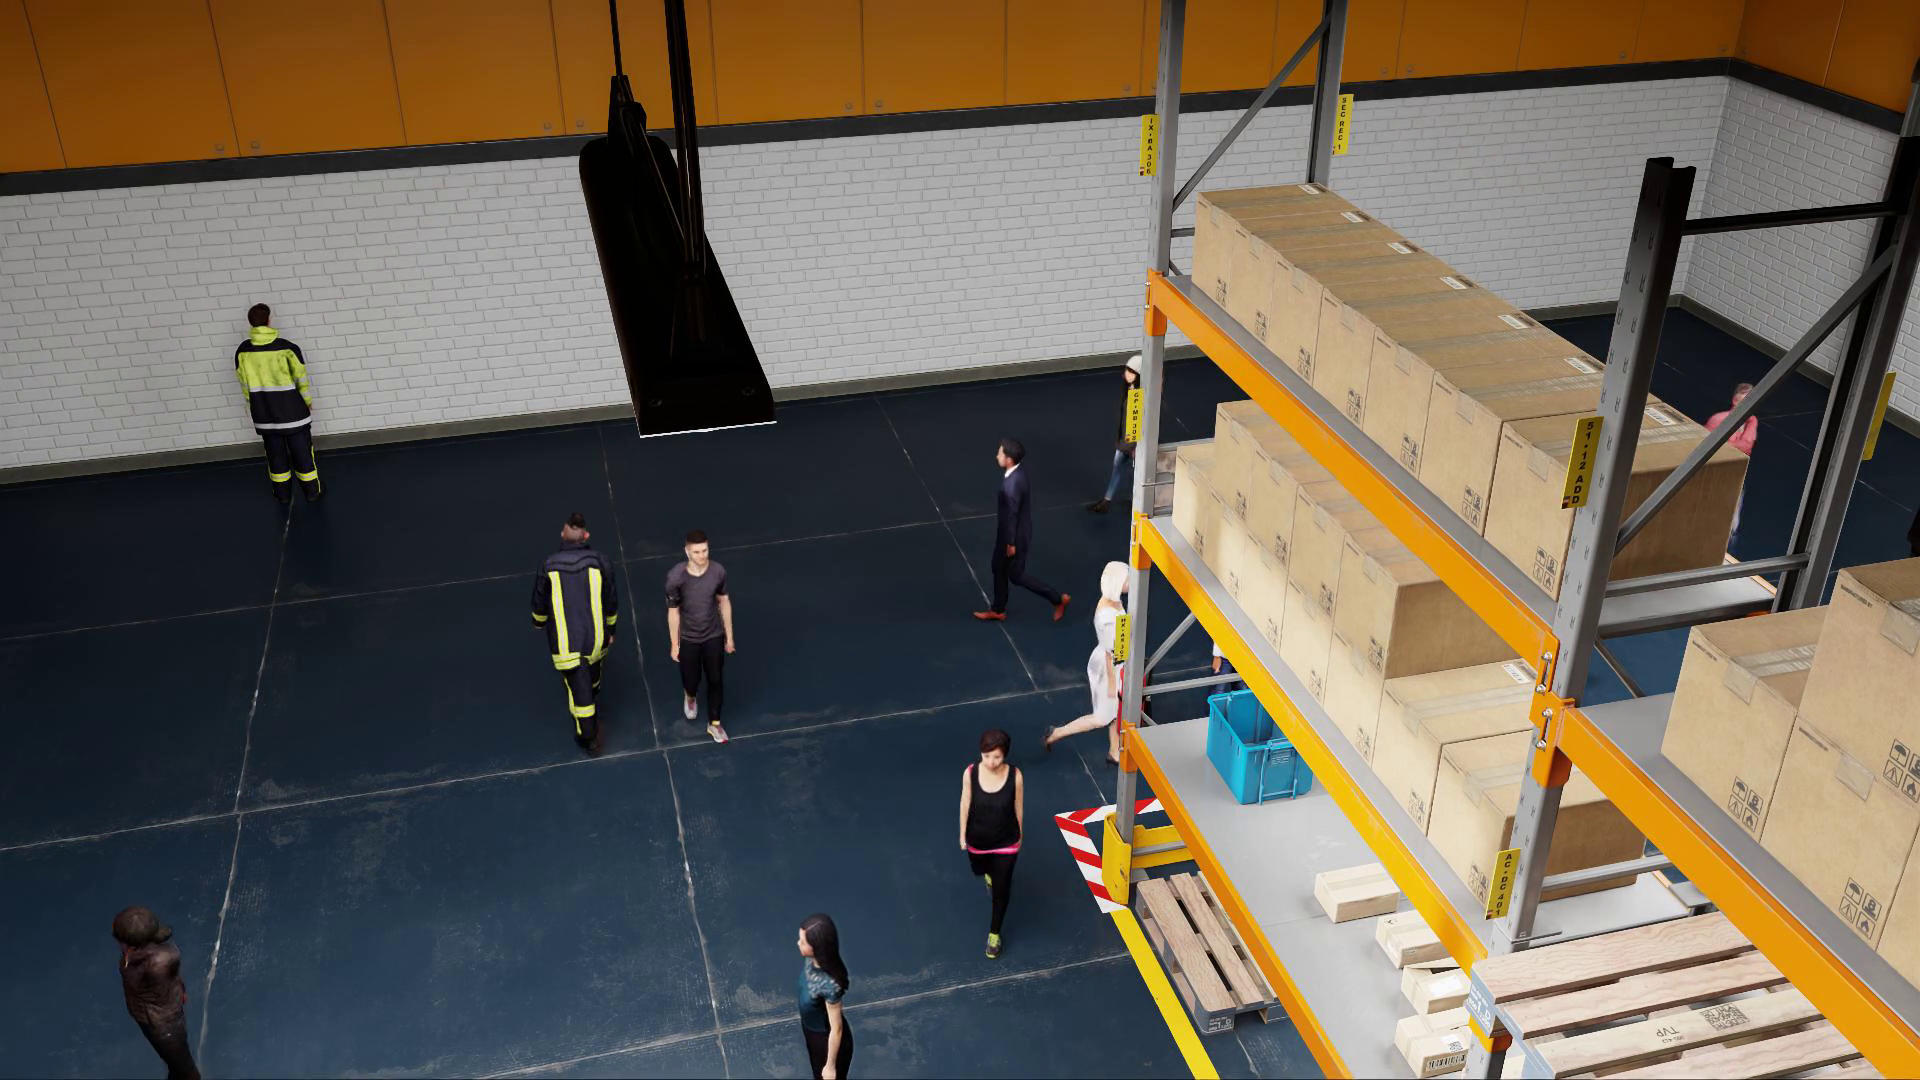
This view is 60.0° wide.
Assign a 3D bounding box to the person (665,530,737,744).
[{"bbox_3d":[-1.956,0.677,12.351,0.708,1.748,0.823,-12,31,-21],"label":"person"}]

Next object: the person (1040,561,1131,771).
[{"bbox_3d":[0.969,0.938,11.894,0.895,1.728,0.974,6,29,11],"label":"person"}]

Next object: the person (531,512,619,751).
[{"bbox_3d":[-2.795,0.711,12.229,0.884,1.805,1.201,-14,31,-24],"label":"person"}]

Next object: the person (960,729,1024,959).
[{"bbox_3d":[0.214,1.814,10.495,0.802,1.530,1.052,4,29,7],"label":"person"}]

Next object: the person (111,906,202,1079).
[{"bbox_3d":[-4.336,2.547,9.034,0.733,1.642,0.825,8,30,15],"label":"person"}]

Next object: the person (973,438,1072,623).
[{"bbox_3d":[0.535,-0.023,13.692,0.916,1.694,1.067,1,29,2],"label":"person"}]

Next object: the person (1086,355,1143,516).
[{"bbox_3d":[1.677,-0.969,15.505,0.824,1.616,0.878,-14,32,-24],"label":"person"}]

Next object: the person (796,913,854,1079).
[{"bbox_3d":[-0.702,2.652,8.744,0.637,1.736,0.441,-9,30,-16],"label":"person"}]

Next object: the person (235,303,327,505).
[{"bbox_3d":[-6.439,-1.291,15.715,0.785,1.981,0.662,-4,29,-8],"label":"person"}]
